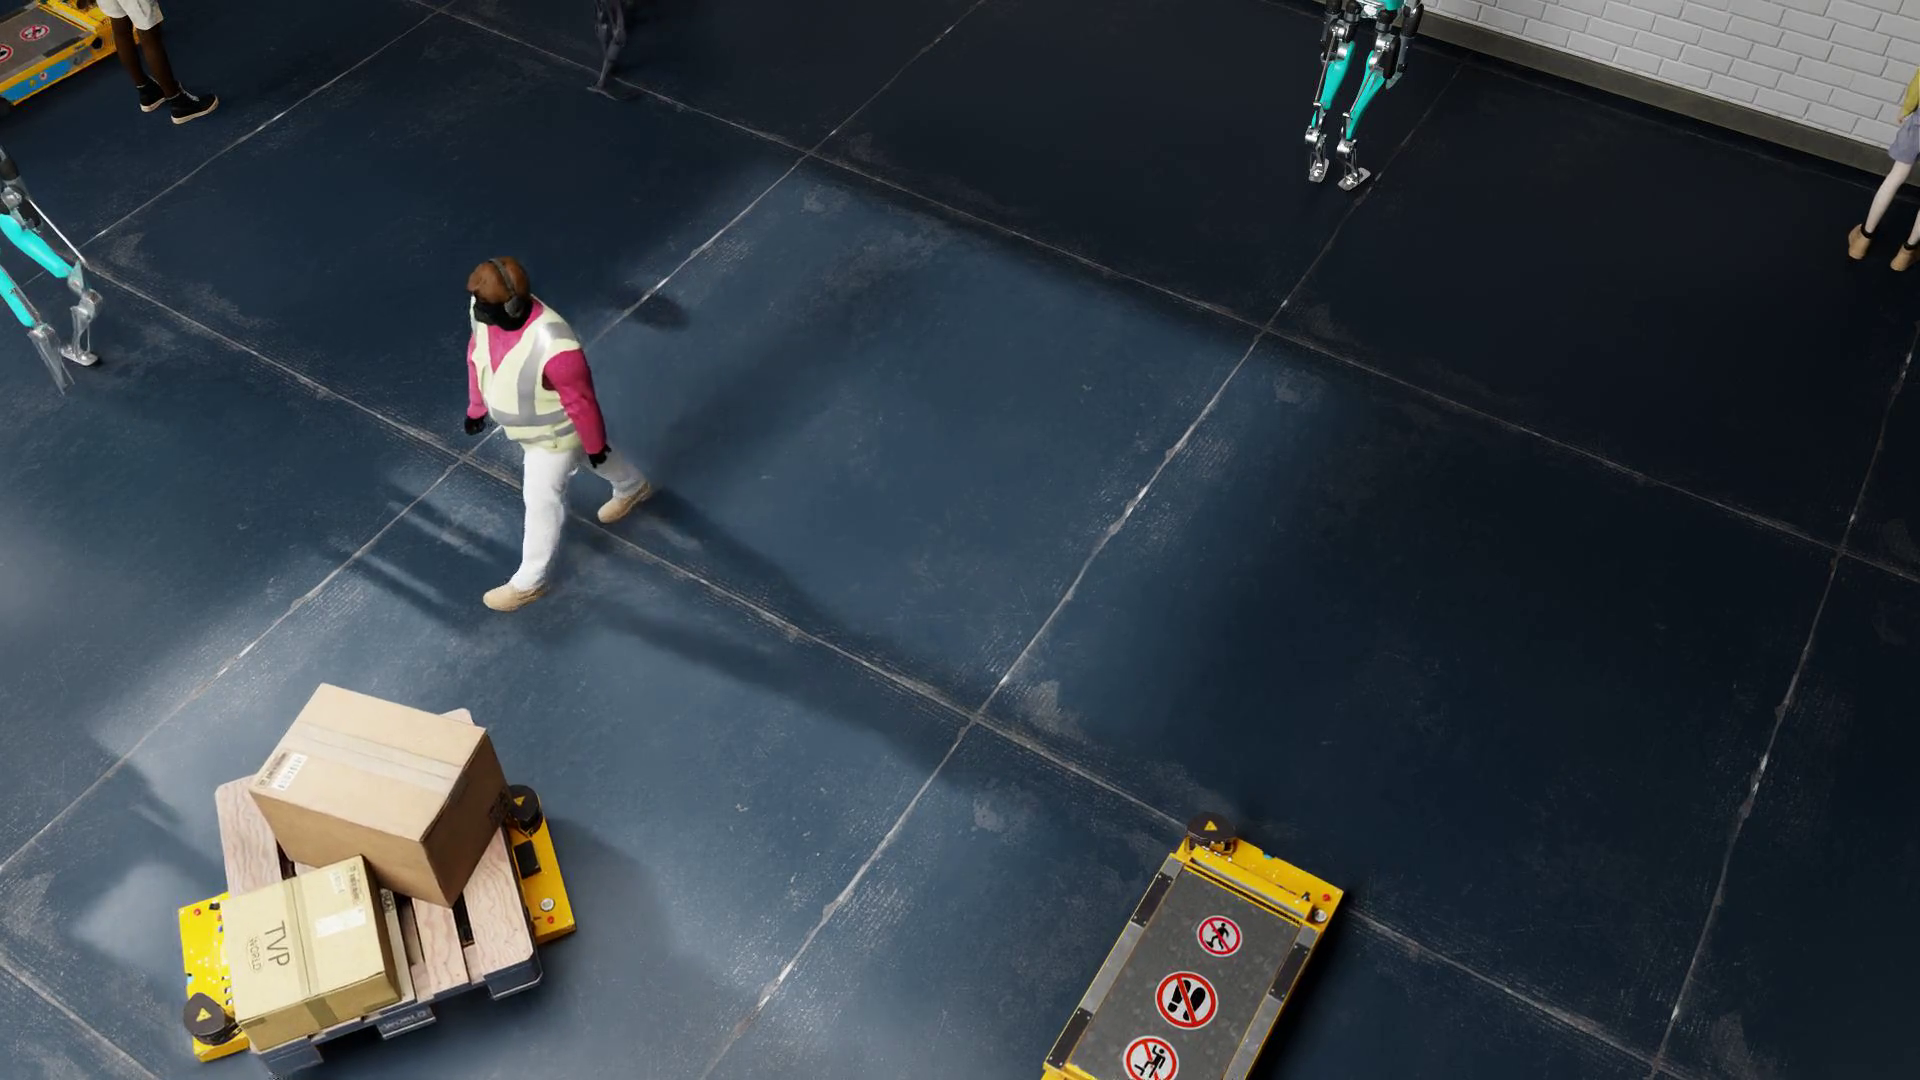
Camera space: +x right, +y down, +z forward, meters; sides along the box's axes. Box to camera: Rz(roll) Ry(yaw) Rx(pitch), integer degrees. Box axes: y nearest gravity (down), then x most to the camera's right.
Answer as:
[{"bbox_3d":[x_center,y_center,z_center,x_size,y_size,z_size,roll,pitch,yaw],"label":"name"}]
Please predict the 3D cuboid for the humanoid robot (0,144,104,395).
[{"bbox_3d":[-4.614,-1.412,8.153,0.725,1.897,0.540,25,53,20],"label":"humanoid robot"}]

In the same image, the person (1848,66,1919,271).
[{"bbox_3d":[5.175,-2.238,8.696,0.474,1.892,0.395,27,54,22],"label":"person"}]

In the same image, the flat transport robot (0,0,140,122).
[{"bbox_3d":[-5.948,-2.986,10.425,0.659,0.231,1.431,28,54,22],"label":"flat transport robot"}]

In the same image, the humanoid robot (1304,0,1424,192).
[{"bbox_3d":[2.131,-2.611,9.038,0.533,1.672,0.735,25,53,20],"label":"humanoid robot"}]

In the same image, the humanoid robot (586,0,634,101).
[{"bbox_3d":[-2.197,-3.457,9.908,0.482,1.645,0.608,-31,56,-24],"label":"humanoid robot"}]

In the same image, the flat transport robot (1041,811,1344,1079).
[{"bbox_3d":[0.877,1.724,6.309,0.659,0.231,1.431,25,53,20],"label":"flat transport robot"}]

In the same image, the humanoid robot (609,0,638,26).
[{"bbox_3d":[-2.239,-3.991,10.369,0.421,1.643,0.589,-27,54,-21],"label":"humanoid robot"}]

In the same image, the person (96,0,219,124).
[{"bbox_3d":[-4.880,-3.337,9.611,0.603,1.958,0.390,27,54,22],"label":"person"}]

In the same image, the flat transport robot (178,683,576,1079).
[{"bbox_3d":[-2.296,1.471,6.529,1.431,0.231,0.659,-17,51,-15],"label":"flat transport robot"}]

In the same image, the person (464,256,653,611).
[{"bbox_3d":[-1.812,-0.537,7.278,1.003,1.797,0.616,-32,56,-25],"label":"person"}]
